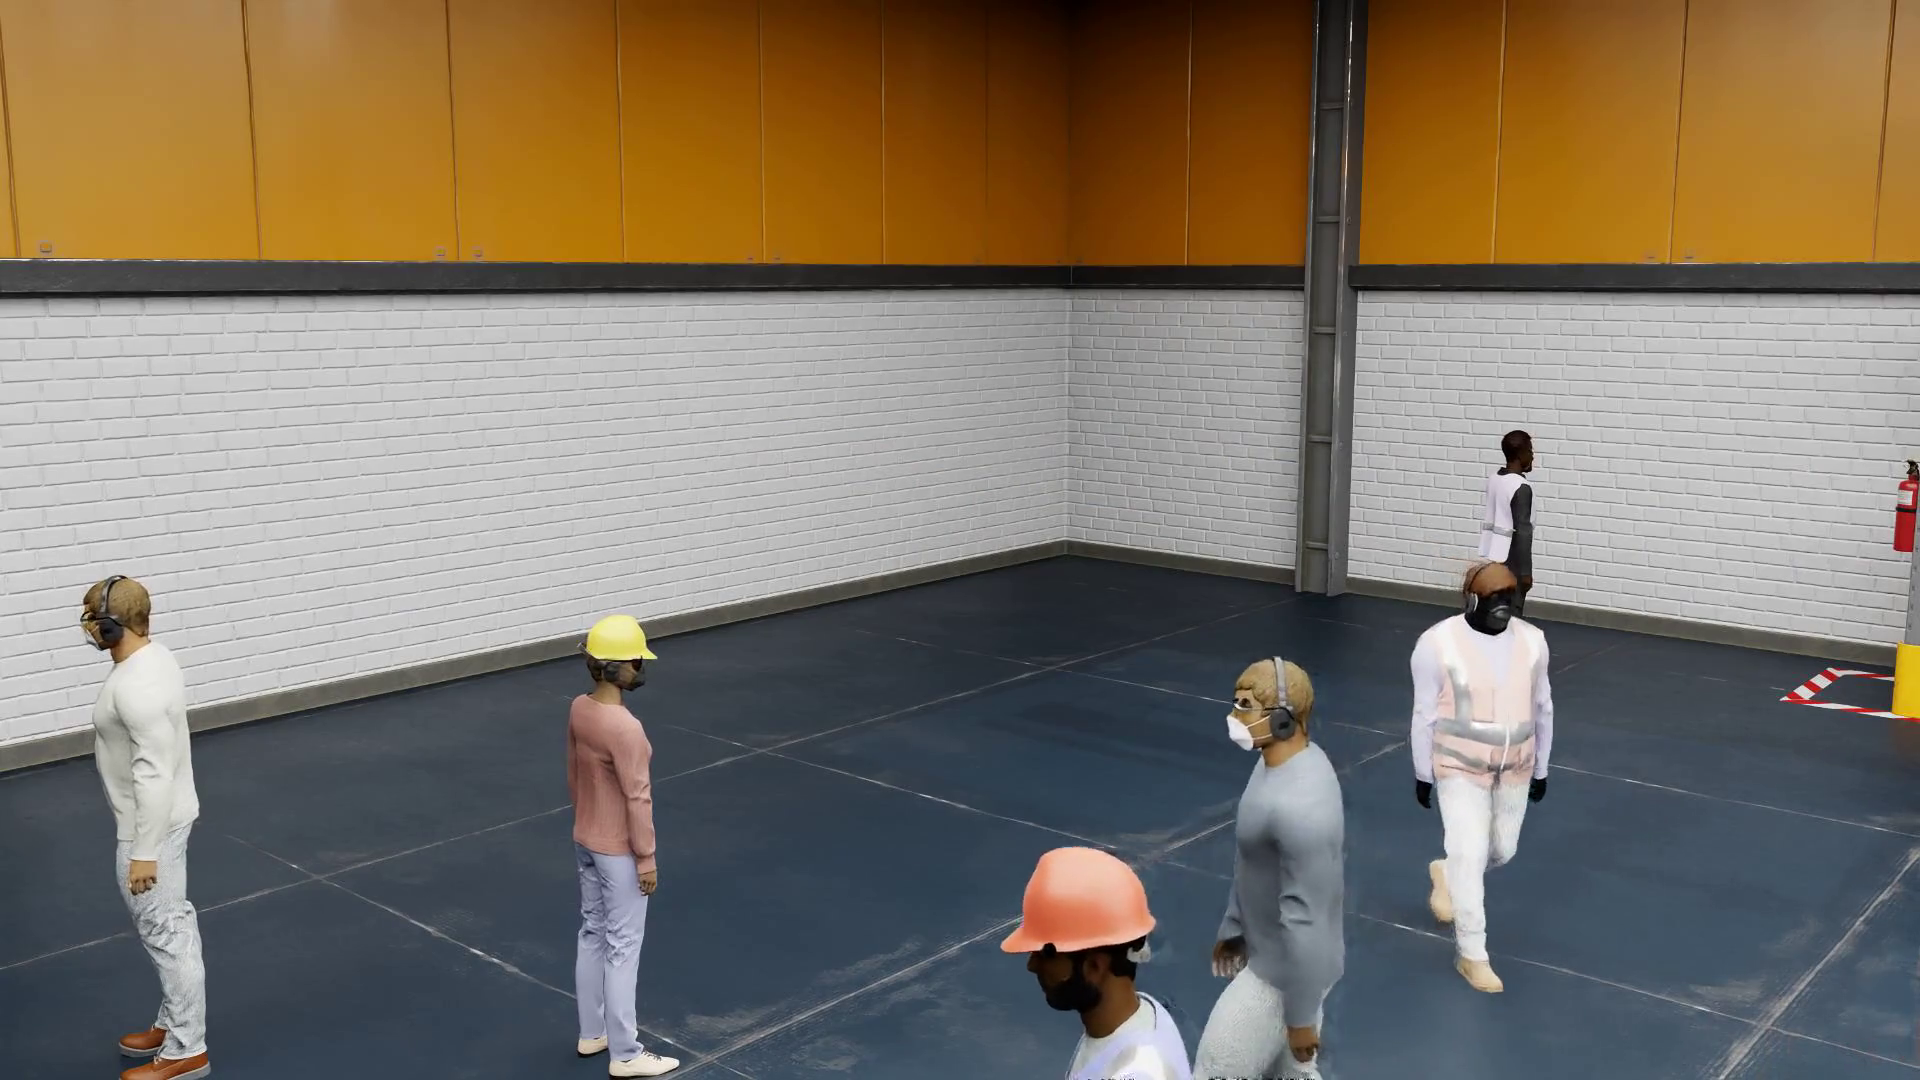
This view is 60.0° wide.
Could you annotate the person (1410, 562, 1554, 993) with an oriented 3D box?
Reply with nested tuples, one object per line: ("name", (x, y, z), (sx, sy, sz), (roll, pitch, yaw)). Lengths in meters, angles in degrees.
("person", (2.259, 0.972, 7.317), (0.625, 1.824, 0.784), (-2, 9, -10))

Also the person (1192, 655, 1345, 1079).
("person", (0.878, 1.285, 5.007), (0.590, 1.919, 0.643), (2, 9, 12))

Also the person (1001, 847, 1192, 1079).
("person", (0.270, 1.555, 3.344), (0.494, 1.913, 0.566), (1, 9, 6))

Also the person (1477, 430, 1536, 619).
("person", (3.991, 0.158, 12.103), (0.392, 1.922, 0.591), (-1, 9, -6))

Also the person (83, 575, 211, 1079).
("person", (-3.044, 1.083, 6.242), (0.349, 1.935, 0.635), (-4, 10, -24))

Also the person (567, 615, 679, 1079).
("person", (-1.295, 1.155, 6.328), (0.315, 1.767, 0.535), (-7, 11, -37))
